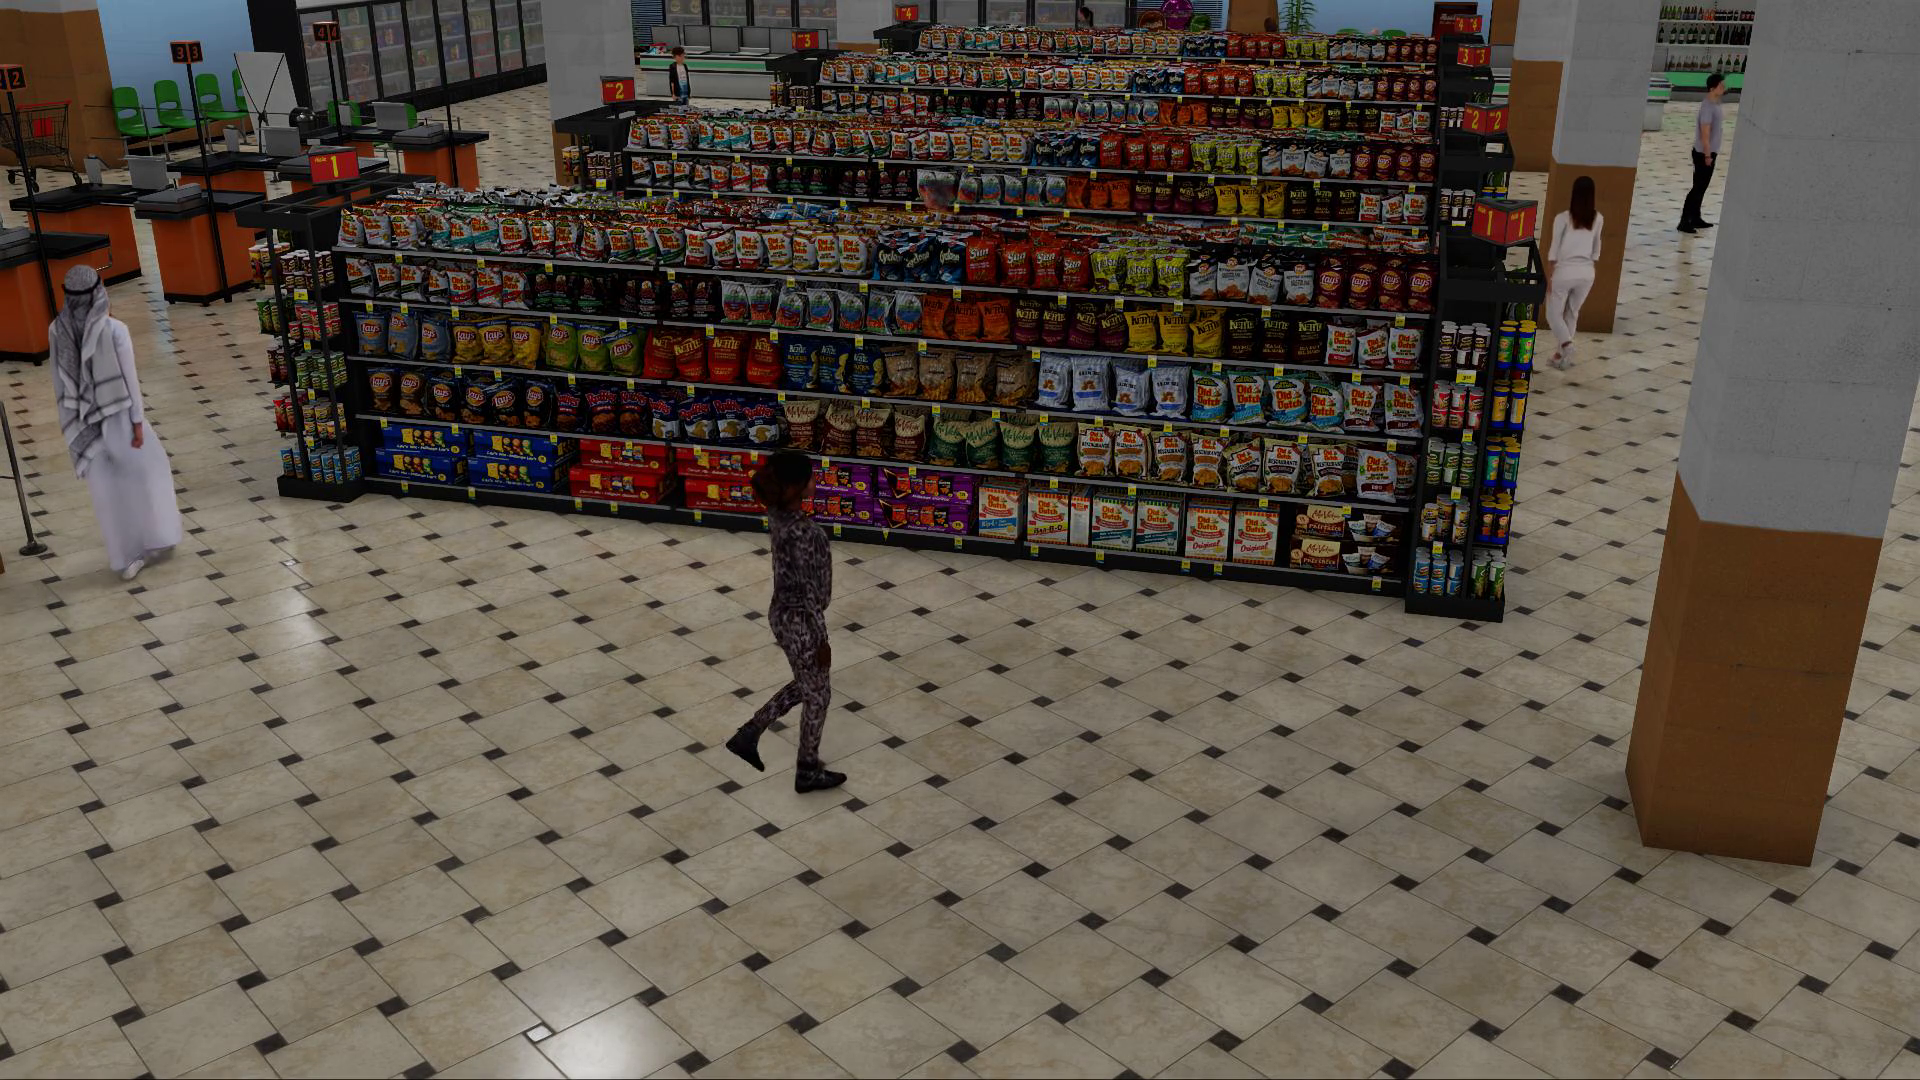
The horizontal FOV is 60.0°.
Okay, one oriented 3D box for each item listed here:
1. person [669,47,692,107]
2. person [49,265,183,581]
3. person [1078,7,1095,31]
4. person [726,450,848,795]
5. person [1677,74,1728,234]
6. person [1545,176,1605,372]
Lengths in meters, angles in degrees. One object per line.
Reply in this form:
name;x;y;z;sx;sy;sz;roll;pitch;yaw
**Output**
person;-4.526;-7.244;26.955;0.633;1.447;0.612;17;27;36
person;-5.153;-0.666;9.969;0.920;1.906;0.916;-3;22;-7
person;2.483;-9.346;31.904;0.870;1.658;0.754;12;25;27
person;-0.803;0.413;7.556;0.900;1.703;0.796;-7;23;-17
person;8.946;-4.655;19.978;0.714;1.846;0.802;9;24;21
person;5.242;-2.231;14.174;0.909;1.675;0.842;-1;22;-3
